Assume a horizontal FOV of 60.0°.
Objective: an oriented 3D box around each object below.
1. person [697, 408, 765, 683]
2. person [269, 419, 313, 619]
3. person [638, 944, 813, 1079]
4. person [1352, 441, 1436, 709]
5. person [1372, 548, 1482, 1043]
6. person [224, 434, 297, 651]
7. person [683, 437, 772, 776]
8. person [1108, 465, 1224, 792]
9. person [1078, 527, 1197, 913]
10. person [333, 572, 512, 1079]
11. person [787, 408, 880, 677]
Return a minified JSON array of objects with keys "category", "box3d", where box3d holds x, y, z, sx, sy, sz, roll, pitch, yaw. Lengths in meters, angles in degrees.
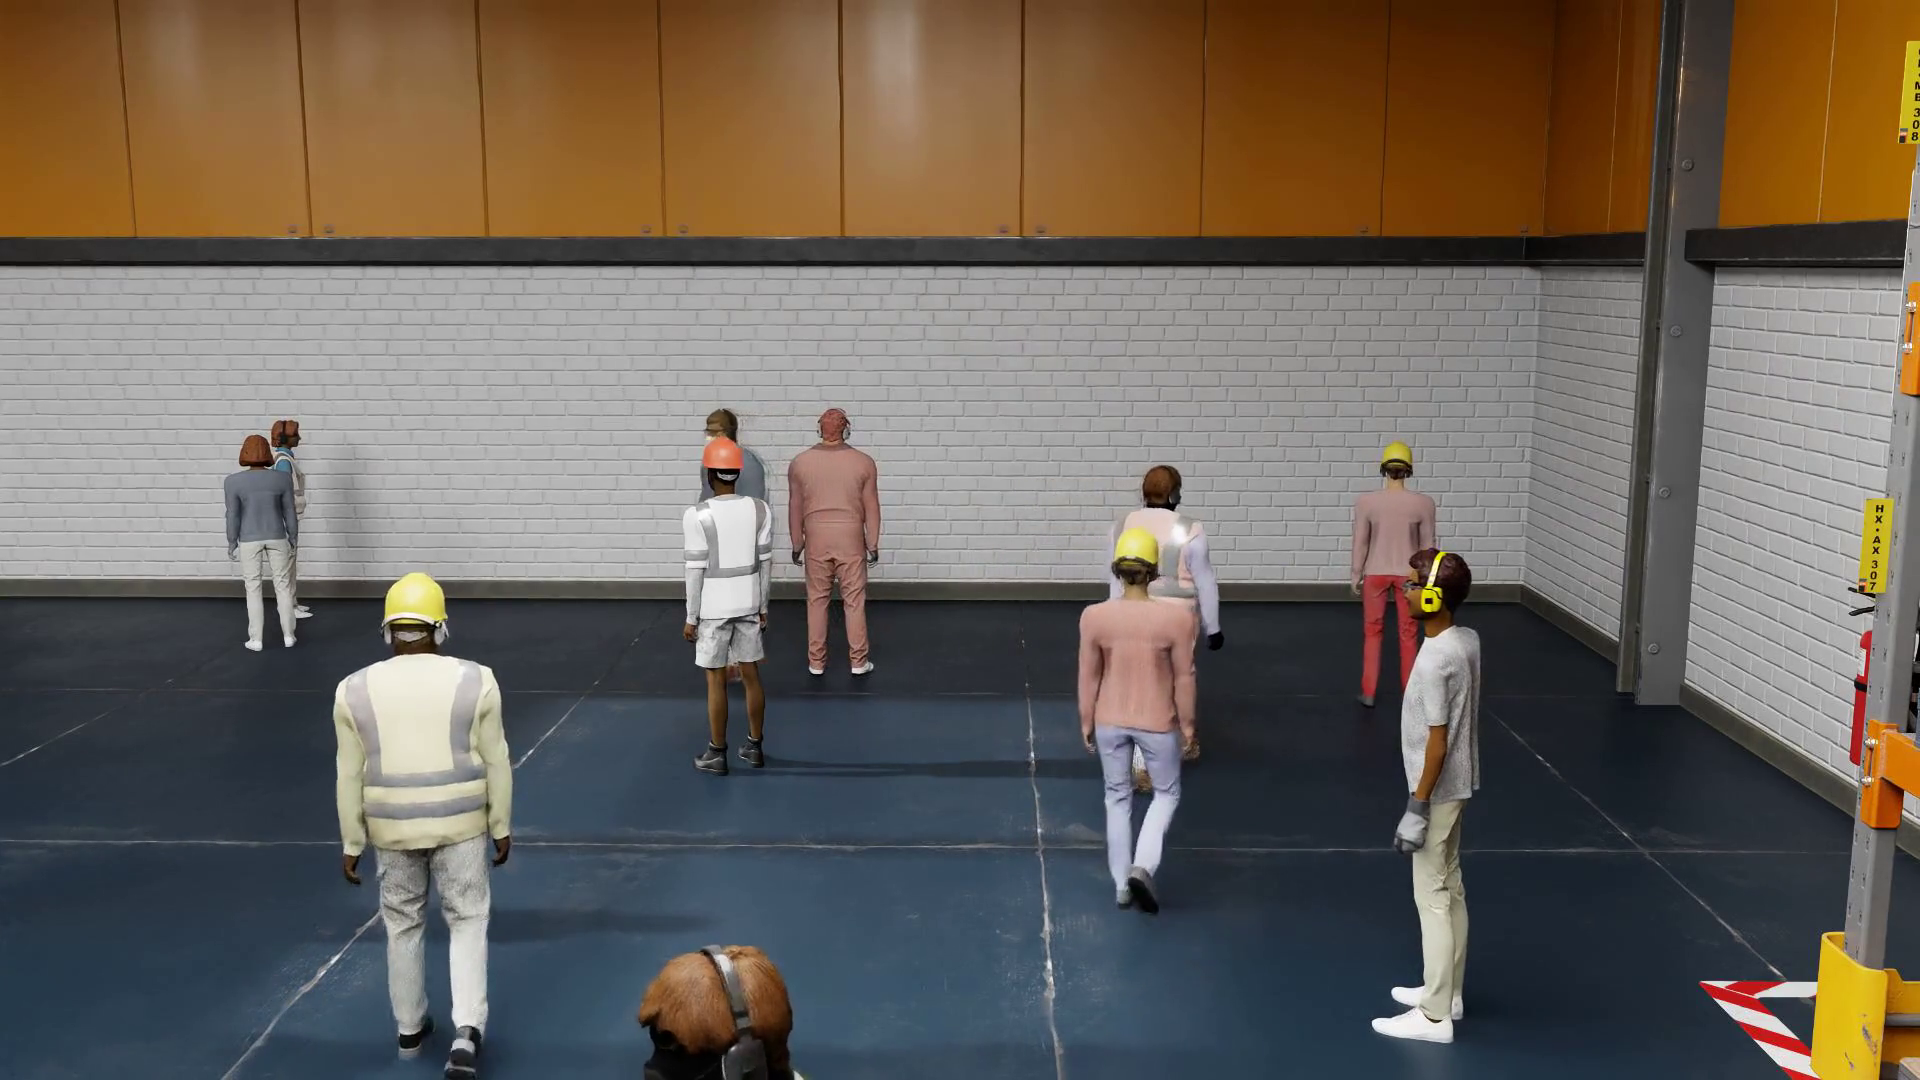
[{"category":"person","box3d":[-1.607,0.053,11.498,0.443,1.924,0.657,-8,12,-40]},{"category":"person","box3d":[-5.539,-0.174,13.719,0.311,1.638,0.523,-4,10,-25]},{"category":"person","box3d":[-0.342,1.553,2.810,0.431,1.835,0.632,-7,12,-36]},{"category":"person","box3d":[2.834,0.234,10.898,0.533,1.765,0.330,2,10,12]},{"category":"person","box3d":[1.773,0.955,6.258,0.328,1.874,0.517,6,11,31]},{"category":"person","box3d":[-5.272,0.019,12.576,0.507,1.632,0.264,-6,11,-32]},{"category":"person","box3d":[-1.338,0.379,9.514,0.546,1.938,0.361,-7,12,-36]},{"category":"person","box3d":[1.137,0.472,9.366,0.619,1.805,0.914,9,13,43]},{"category":"person","box3d":[0.777,0.818,7.408,0.540,1.754,0.459,3,10,18]},{"category":"person","box3d":[-1.916,1.042,5.948,0.608,1.818,0.667,-2,10,-10]},{"category":"person","box3d":[-0.881,0.020,11.759,0.644,1.907,0.400,1,9,3]}]
